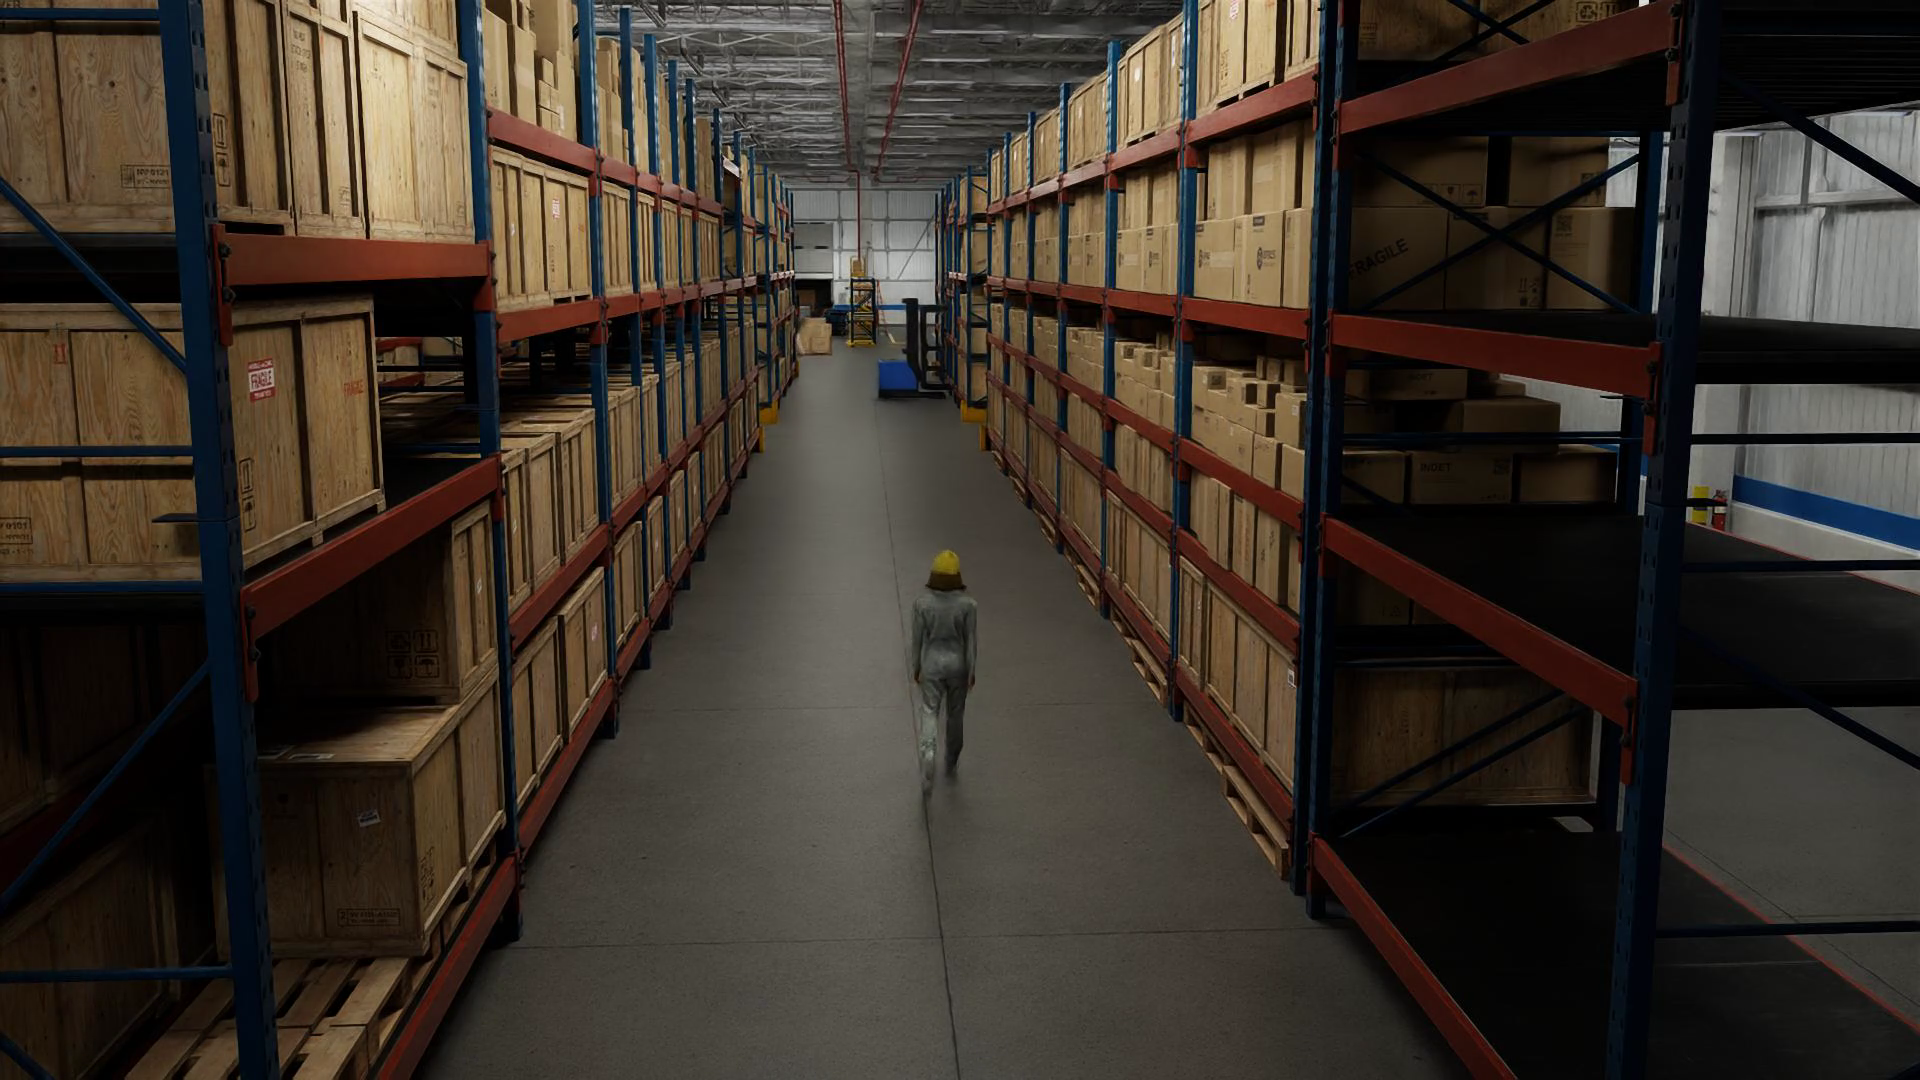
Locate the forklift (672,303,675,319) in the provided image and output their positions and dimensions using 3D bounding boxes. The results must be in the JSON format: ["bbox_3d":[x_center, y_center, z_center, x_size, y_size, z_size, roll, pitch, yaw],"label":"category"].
[{"bbox_3d":[-10.294,-7.323,58.210,1.129,2.768,1.873,4,10,22],"label":"forklift"}]

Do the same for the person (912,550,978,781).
[{"bbox_3d":[-0.118,0.940,12.323,0.490,1.722,0.680,1,10,3],"label":"person"}]

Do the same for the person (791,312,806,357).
[{"bbox_3d":[-6.696,-8.283,66.782,1.046,1.941,0.626,-3,10,-19],"label":"person"}]

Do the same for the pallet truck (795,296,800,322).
[{"bbox_3d":[-8.622,-12.439,91.403,1.885,1.965,0.823,2,10,13],"label":"pallet truck"}]

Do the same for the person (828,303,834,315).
[{"bbox_3d":[-6.816,-11.763,88.287,0.552,1.671,0.551,-6,11,-31],"label":"person"}]

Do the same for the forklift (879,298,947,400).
[{"bbox_3d":[-1.341,-5.354,46.451,1.873,2.768,1.129,-1,10,-3],"label":"forklift"}]
